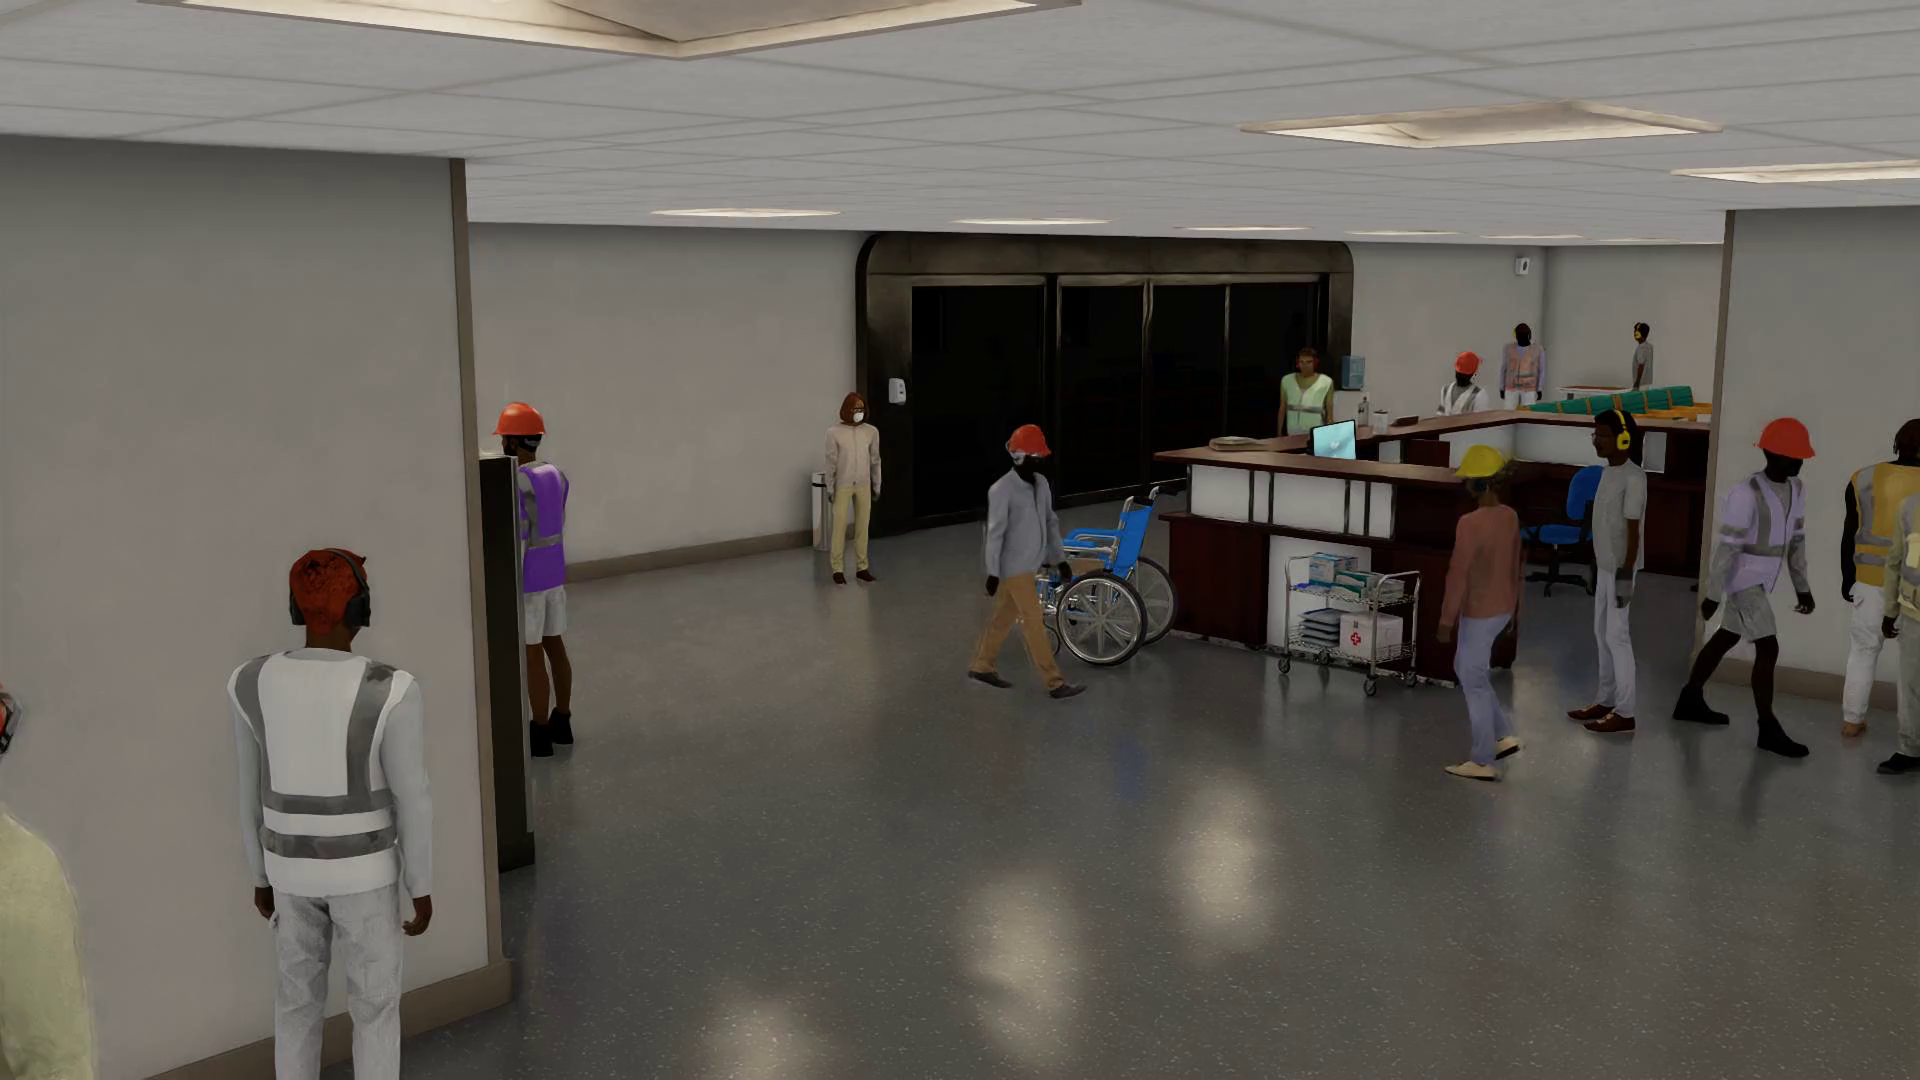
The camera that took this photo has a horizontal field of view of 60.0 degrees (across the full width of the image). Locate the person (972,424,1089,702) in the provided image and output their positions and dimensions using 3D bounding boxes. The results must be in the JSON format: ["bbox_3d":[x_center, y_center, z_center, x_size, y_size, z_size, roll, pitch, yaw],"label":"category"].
[{"bbox_3d":[0.421,0.133,10.302,0.894,1.700,0.580,5,11,30],"label":"person"}]

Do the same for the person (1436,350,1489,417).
[{"bbox_3d":[4.997,-0.944,16.419,0.973,1.876,0.553,-4,10,-22],"label":"person"}]

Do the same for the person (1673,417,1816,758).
[{"bbox_3d":[4.412,0.225,9.340,0.576,1.867,0.916,-7,12,-38],"label":"person"}]

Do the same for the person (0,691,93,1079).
[{"bbox_3d":[-1.865,1.169,3.139,0.635,1.982,0.425,8,12,41],"label":"person"}]

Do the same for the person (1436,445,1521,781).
[{"bbox_3d":[2.701,0.381,8.669,0.385,1.754,0.531,8,12,40],"label":"person"}]

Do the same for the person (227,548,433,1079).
[{"bbox_3d":[-1.781,0.955,4.773,0.568,1.878,0.351,1,9,6],"label":"person"}]

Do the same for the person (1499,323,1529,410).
[{"bbox_3d":[8.296,-2.295,24.765,0.520,1.857,0.333,6,11,32],"label":"person"}]

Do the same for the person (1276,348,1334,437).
[{"bbox_3d":[3.685,-1.146,17.804,0.570,1.825,0.458,5,10,28],"label":"person"}]

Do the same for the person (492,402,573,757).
[{"bbox_3d":[-2.352,0.218,9.085,0.373,1.939,0.545,3,10,19],"label":"person"}]

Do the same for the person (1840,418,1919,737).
[{"bbox_3d":[5.276,0.234,9.326,0.629,1.837,0.429,8,12,40],"label":"person"}]

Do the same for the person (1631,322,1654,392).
[{"bbox_3d":[10.080,-2.284,24.653,0.323,1.865,0.518,8,12,40],"label":"person"}]

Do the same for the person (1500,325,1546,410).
[{"bbox_3d":[8.166,-2.198,24.200,0.626,1.843,0.430,6,11,32],"label":"person"}]

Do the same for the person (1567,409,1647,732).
[{"bbox_3d":[3.757,0.178,9.579,0.322,1.861,0.514,0,9,2],"label":"person"}]

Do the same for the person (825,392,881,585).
[{"bbox_3d":[-0.901,-0.437,14.074,0.504,1.627,0.286,-4,10,-26],"label":"person"}]

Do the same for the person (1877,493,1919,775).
[{"bbox_3d":[5.053,0.364,8.554,0.403,1.822,0.599,-6,11,-33],"label":"person"}]
